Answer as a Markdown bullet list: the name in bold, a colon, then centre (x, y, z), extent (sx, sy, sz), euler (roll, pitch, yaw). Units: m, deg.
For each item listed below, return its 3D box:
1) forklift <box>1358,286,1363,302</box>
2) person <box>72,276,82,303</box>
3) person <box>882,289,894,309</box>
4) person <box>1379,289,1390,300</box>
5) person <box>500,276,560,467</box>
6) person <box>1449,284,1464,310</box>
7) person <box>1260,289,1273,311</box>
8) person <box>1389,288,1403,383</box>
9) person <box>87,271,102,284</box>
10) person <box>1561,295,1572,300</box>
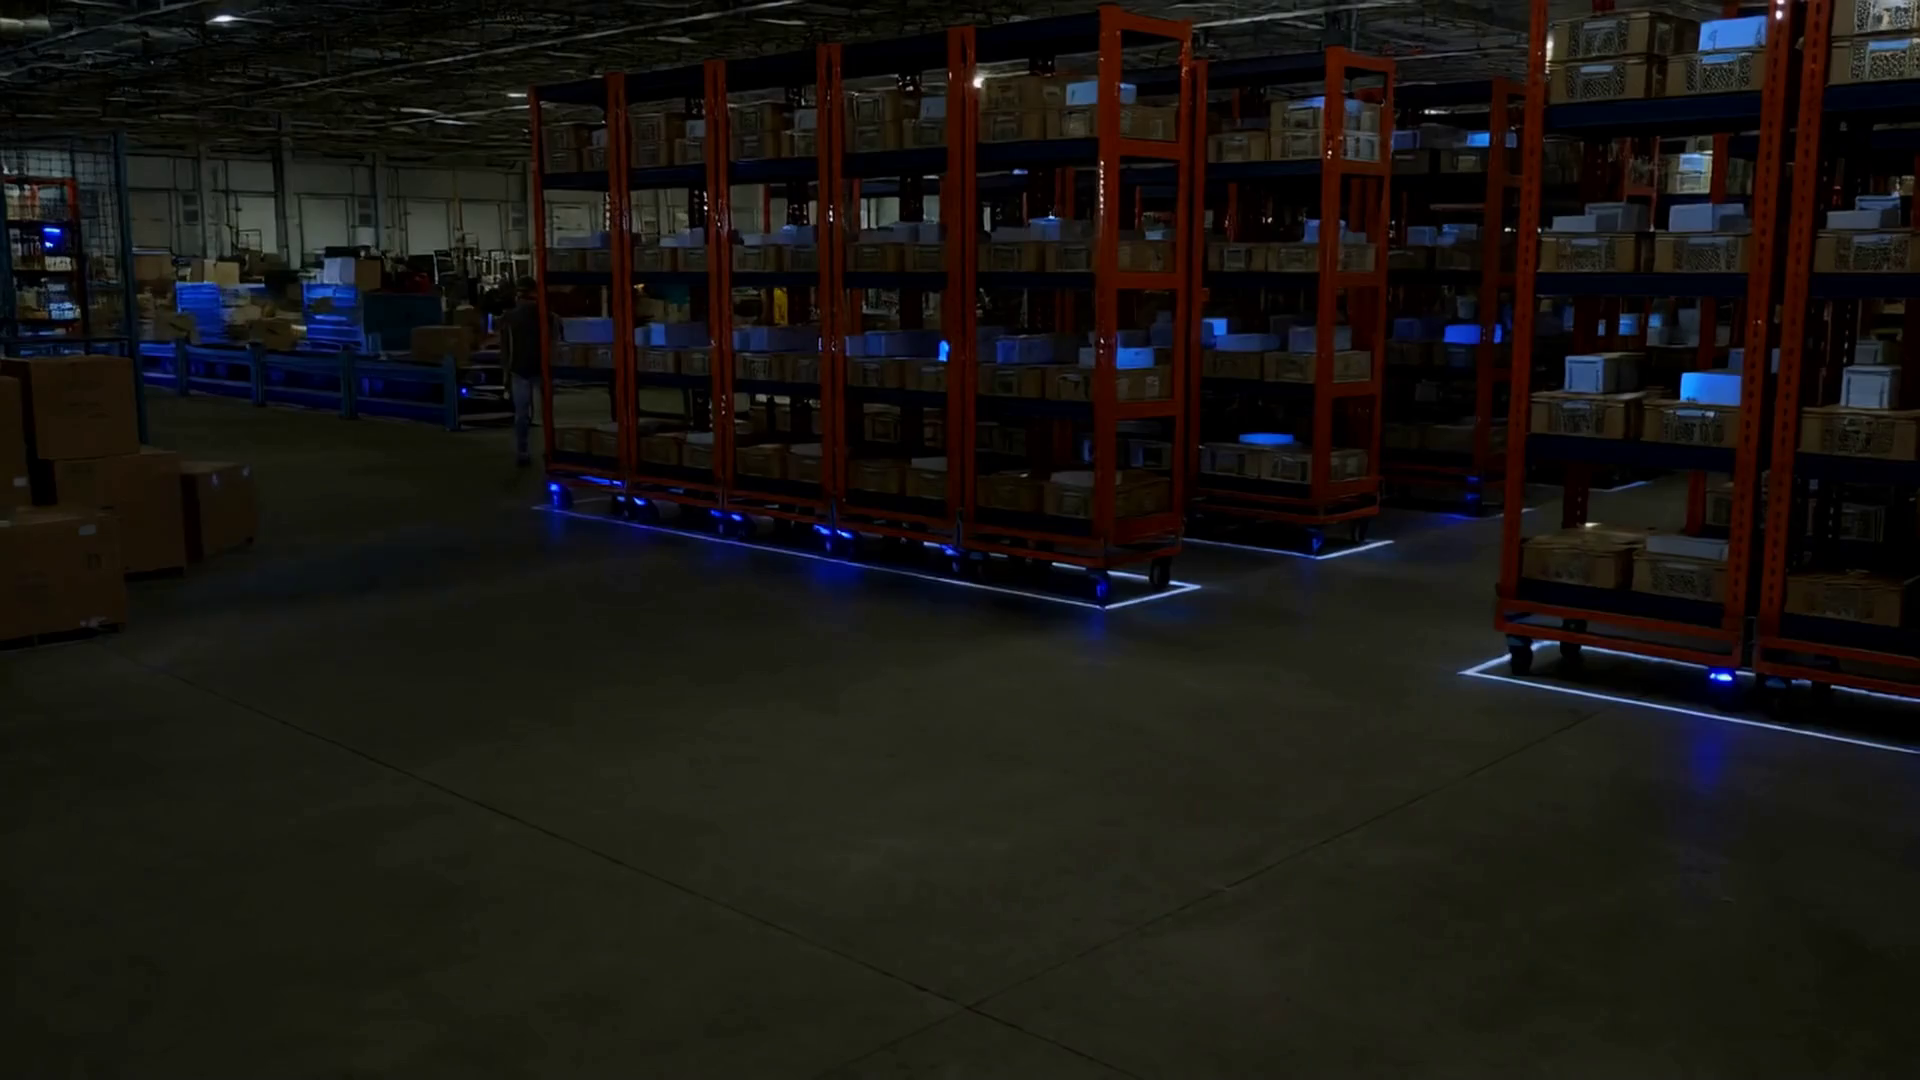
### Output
- **forklift**: centre (11.100, -7.017, 46.970), extent (1.873, 2.768, 1.129), euler (9, 13, 43)
- **person**: centre (-28.657, -7.662, 53.893), extent (0.796, 1.916, 0.548), euler (-2, 9, -12)
- **person**: centre (-2.498, -8.182, 57.827), extent (0.563, 1.657, 0.408), euler (8, 12, 41)
- **person**: centre (10.869, -5.805, 42.481), extent (0.909, 1.909, 0.644), euler (-5, 10, -27)
- **person**: centre (-4.488, -1.754, 17.399), extent (0.610, 1.996, 0.378), euler (-4, 10, -21)
- **person**: centre (9.205, -3.865, 30.816), extent (0.373, 1.840, 0.572), euler (4, 10, 21)
- **person**: centre (8.145, -5.935, 43.953), extent (0.548, 1.686, 0.448), euler (-1, 9, -5)
- **person**: centre (5.535, -2.235, 20.861), extent (0.404, 1.829, 0.591), euler (-3, 10, -17)
- **person**: centre (-32.996, -9.276, 63.501), extent (0.954, 2.005, 0.608), euler (5, 10, 28)
- **person**: centre (12.528, -4.434, 34.336), extent (0.600, 1.829, 0.404), euler (-7, 12, -38)
